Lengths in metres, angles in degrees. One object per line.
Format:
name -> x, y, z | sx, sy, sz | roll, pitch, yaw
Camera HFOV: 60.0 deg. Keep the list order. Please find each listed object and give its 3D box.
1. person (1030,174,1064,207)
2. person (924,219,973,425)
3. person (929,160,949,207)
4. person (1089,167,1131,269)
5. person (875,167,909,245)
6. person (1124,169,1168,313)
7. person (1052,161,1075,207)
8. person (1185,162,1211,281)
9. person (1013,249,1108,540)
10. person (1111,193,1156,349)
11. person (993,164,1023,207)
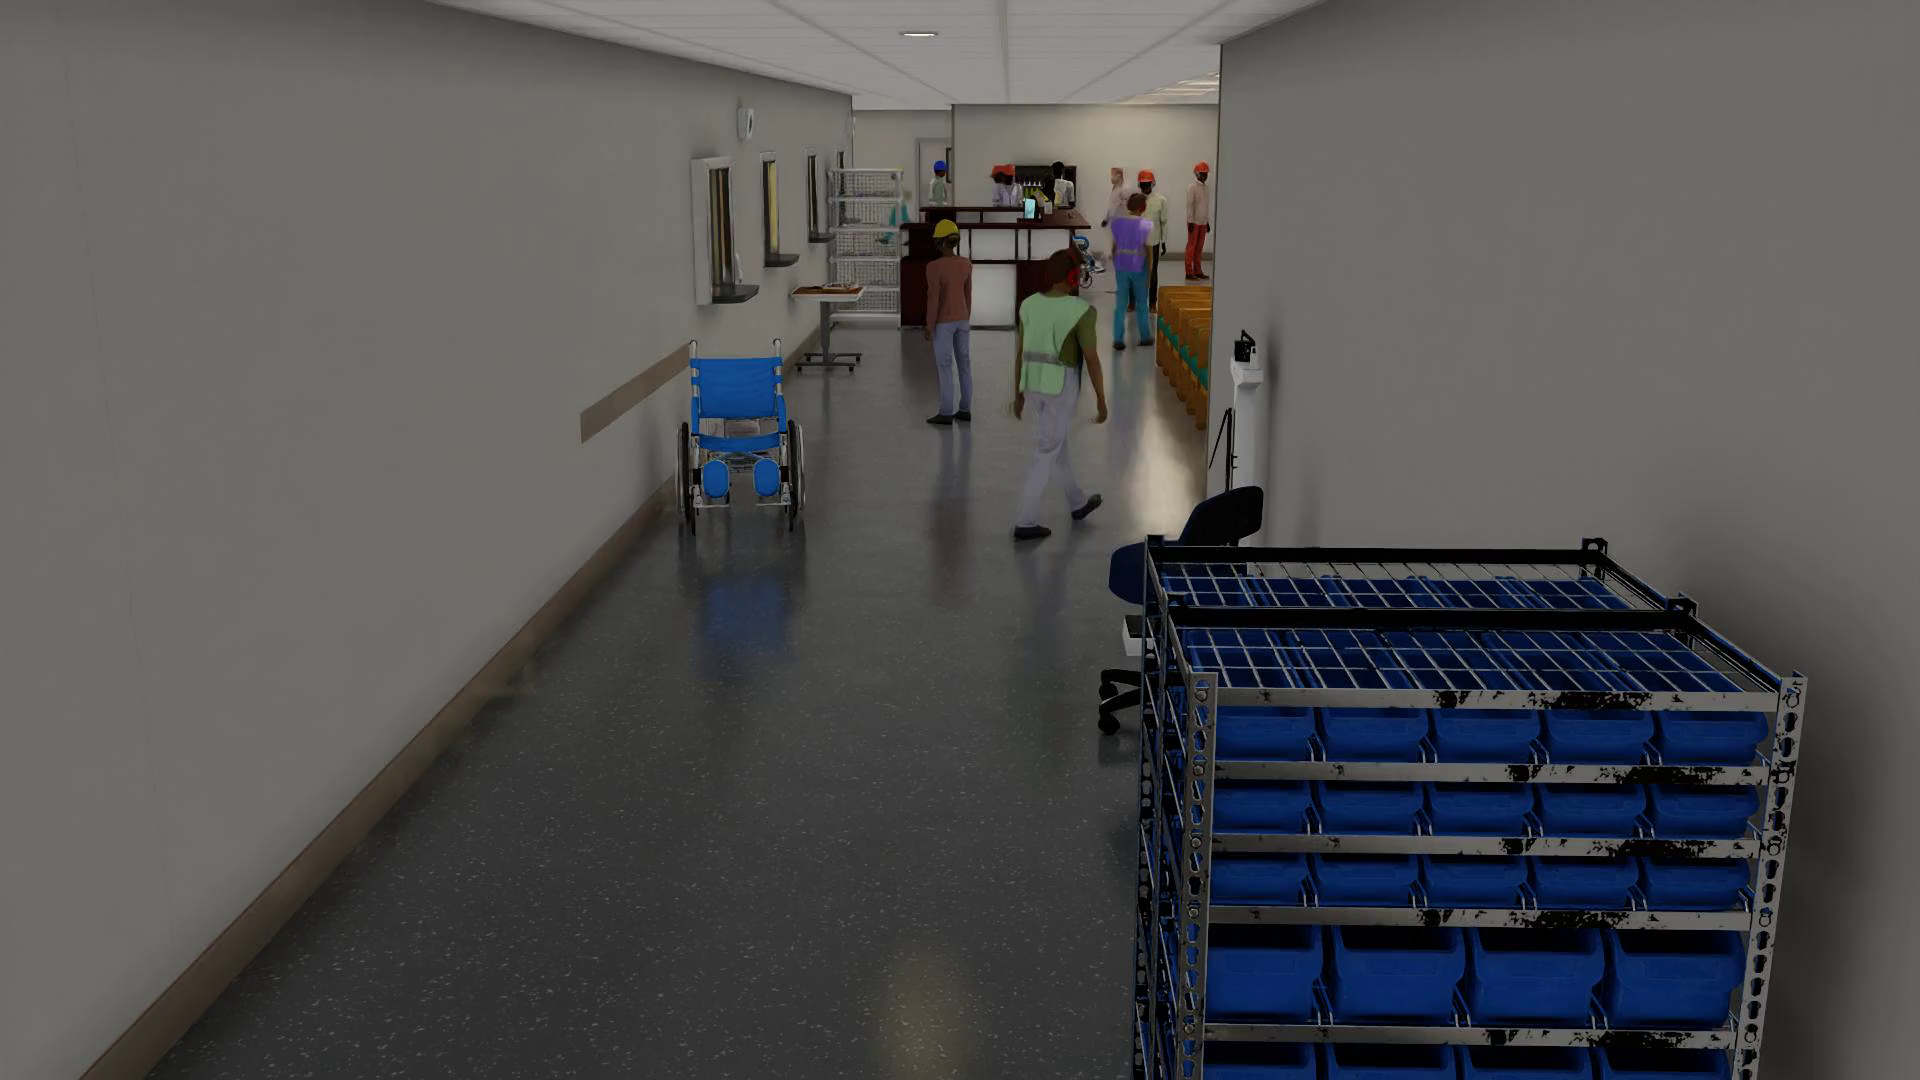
person -> 1.419, -4.980, 26.873 | 0.625, 1.838, 0.430 | -7, 16, -27
person -> -0.107, -1.888, 14.456 | 0.526, 1.769, 0.328 | -13, 19, -42
person -> -0.407, -6.337, 32.136 | 0.388, 1.947, 0.615 | -3, 14, -13
person -> 2.832, -5.840, 30.310 | 1.008, 1.853, 0.642 | -3, 14, -10
person -> -1.432, -7.396, 36.884 | 0.892, 1.714, 0.549 | -5, 15, -21
person -> 2.588, -4.181, 23.290 | 0.622, 1.992, 0.395 | 3, 14, 11
person -> 1.793, -5.952, 30.539 | 0.614, 1.962, 0.365 | -1, 14, -3
person -> 4.071, -5.425, 28.338 | 0.384, 1.996, 0.610 | 12, 18, 40
person -> 0.652, -0.931, 10.521 | 0.978, 1.787, 0.587 | -13, 19, -42
person -> 2.029, -3.141, 19.452 | 0.570, 1.813, 0.847 | 6, 15, 24
person -> 0.867, -5.755, 29.822 | 0.546, 1.929, 0.391 | -3, 14, -14
